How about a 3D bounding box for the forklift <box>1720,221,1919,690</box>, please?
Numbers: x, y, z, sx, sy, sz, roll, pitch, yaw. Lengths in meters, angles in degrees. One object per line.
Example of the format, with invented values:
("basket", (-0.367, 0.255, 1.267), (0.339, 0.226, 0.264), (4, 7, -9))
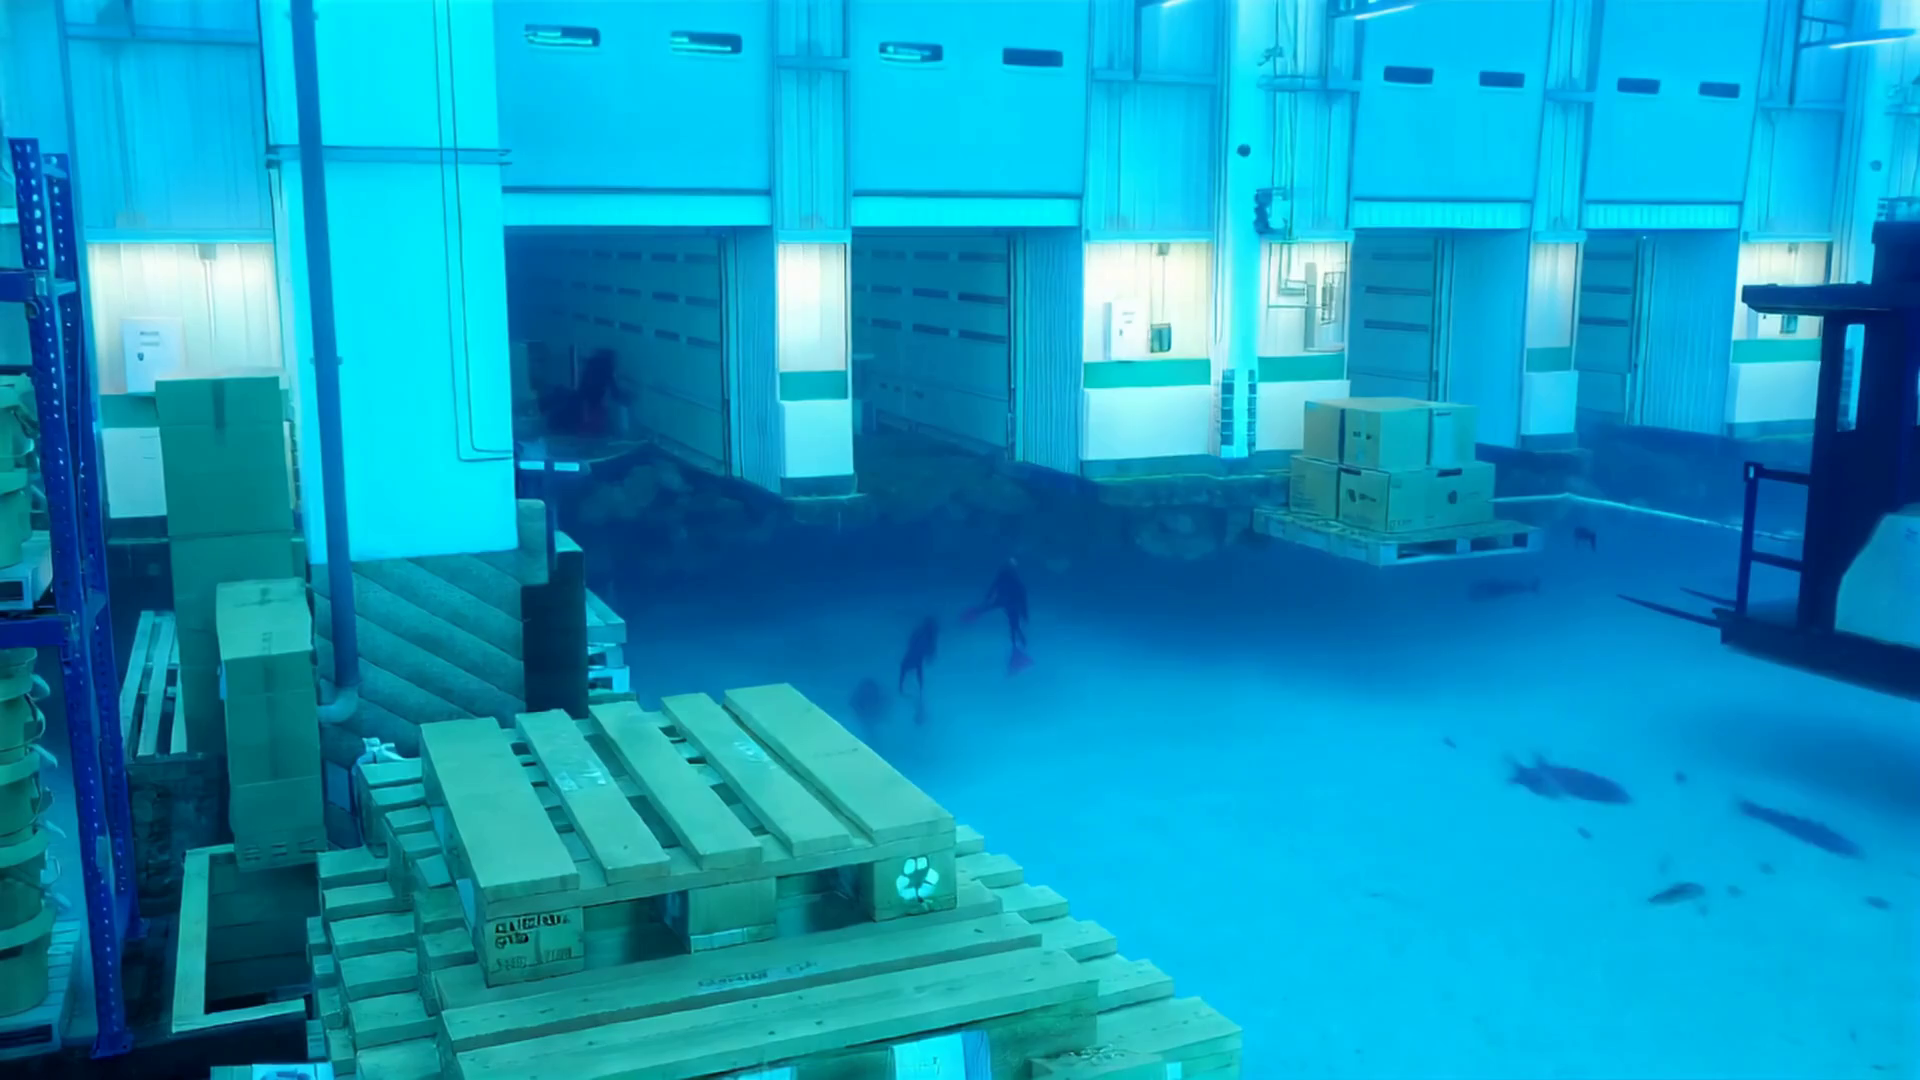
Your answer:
("forklift", (5.949, -0.550, 10.218), (1.129, 2.768, 1.873), (-4, 11, -23))
